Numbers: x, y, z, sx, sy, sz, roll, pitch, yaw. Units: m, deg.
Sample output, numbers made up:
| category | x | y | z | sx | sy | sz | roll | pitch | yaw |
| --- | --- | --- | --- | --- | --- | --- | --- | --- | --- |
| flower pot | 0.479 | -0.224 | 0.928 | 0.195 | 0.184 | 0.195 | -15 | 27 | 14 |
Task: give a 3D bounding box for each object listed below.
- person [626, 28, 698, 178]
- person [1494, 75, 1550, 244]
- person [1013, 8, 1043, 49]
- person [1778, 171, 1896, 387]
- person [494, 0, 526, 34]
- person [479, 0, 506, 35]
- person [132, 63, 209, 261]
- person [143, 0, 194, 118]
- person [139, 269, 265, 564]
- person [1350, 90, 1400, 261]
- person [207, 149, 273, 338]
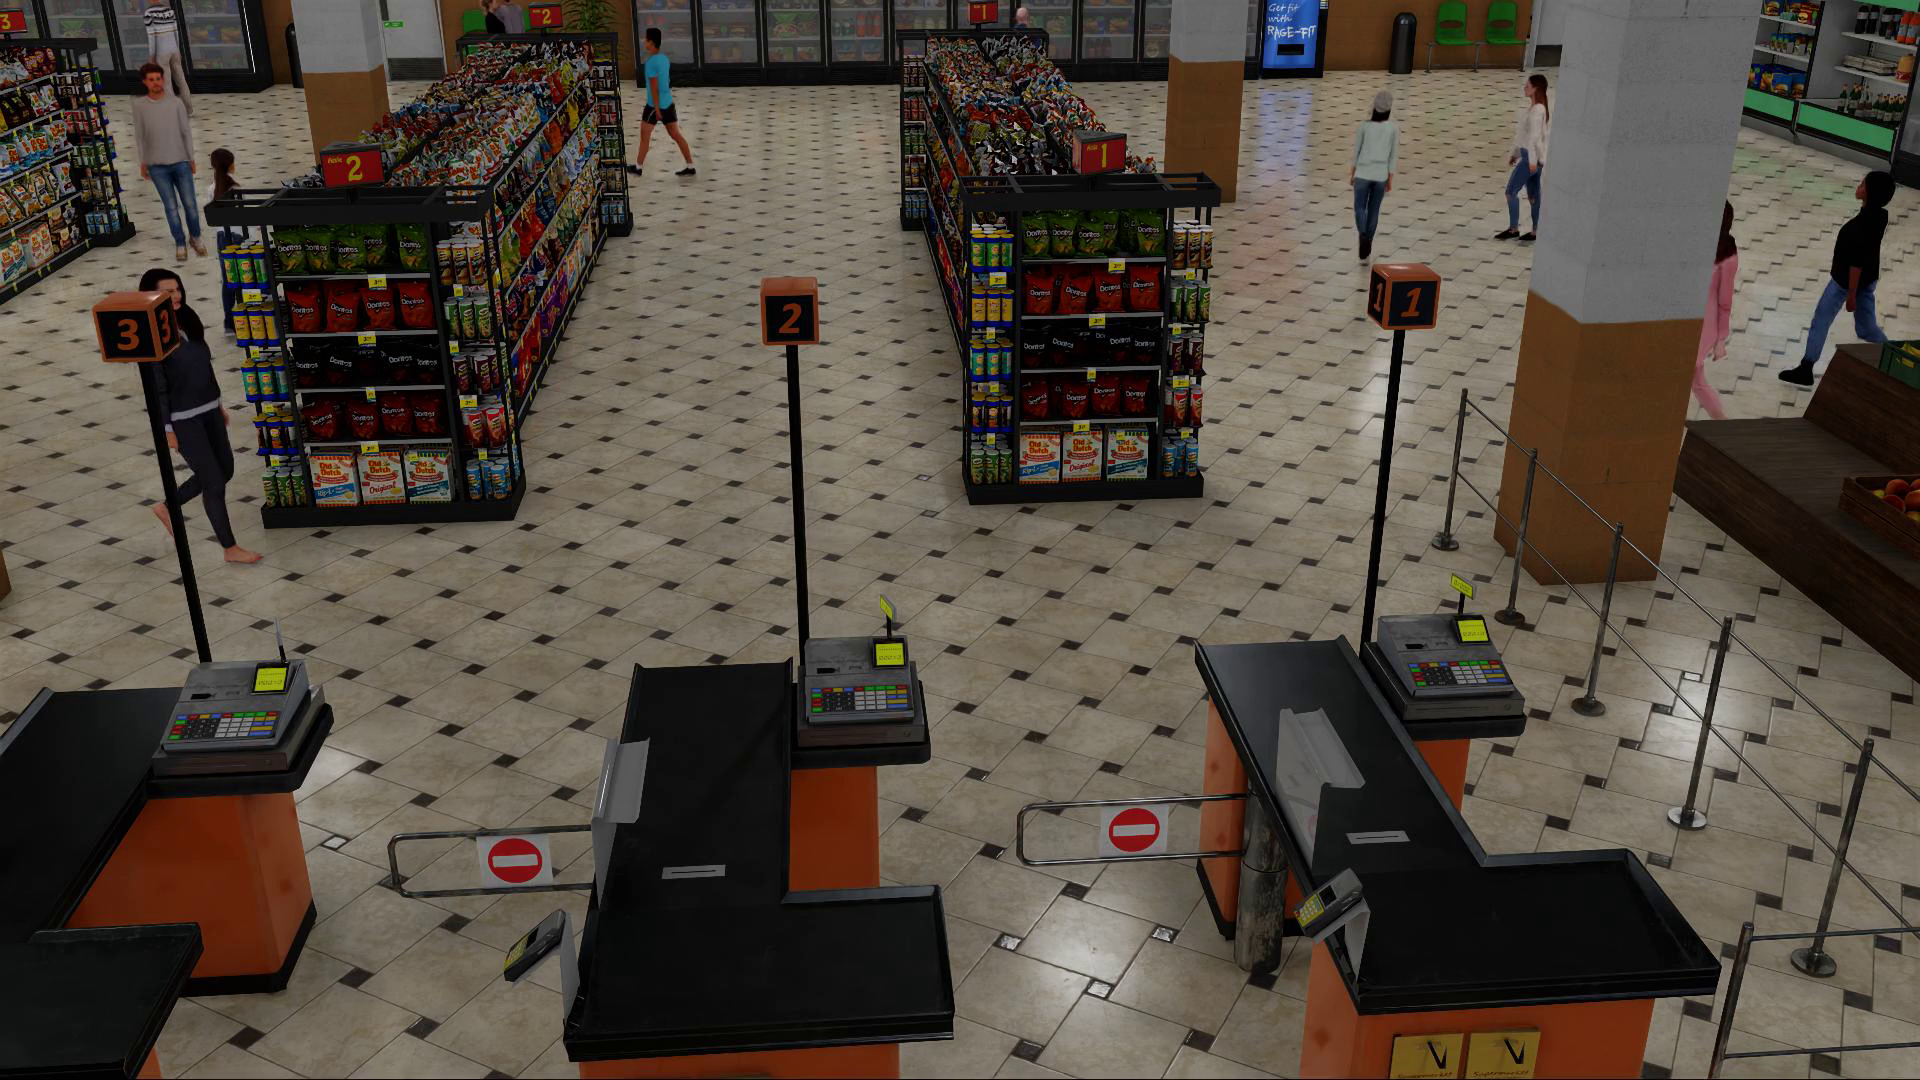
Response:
| category | x | y | z | sx | sy | sz | roll | pitch | yaw |
| --- | --- | --- | --- | --- | --- | --- | --- | --- | --- |
| person | -3.456 | -5.107 | 19.670 | 1.005 | 1.721 | 1.186 | 8 | 25 | 17 |
| person | 5.854 | -3.815 | 16.776 | 0.835 | 1.675 | 0.759 | 7 | 25 | 16 |
| person | 0.770 | -5.812 | 21.159 | 0.801 | 1.819 | 0.822 | 3 | 24 | 7 |
| person | 6.704 | -1.845 | 12.294 | 0.978 | 1.658 | 1.196 | -17 | 29 | -33 |
| person | -6.467 | -7.072 | 24.009 | 0.790 | 1.844 | 0.711 | 16 | 28 | 33 |
| person | -6.666 | -6.935 | 23.867 | 0.730 | 1.707 | 0.573 | -8 | 25 | -19 |
| person | -7.719 | -3.676 | 16.195 | 0.744 | 1.887 | 0.720 | -10 | 26 | -22 |
| person | -11.320 | -6.951 | 23.713 | 0.829 | 1.860 | 0.694 | 10 | 26 | 22 |
| person | -4.487 | -0.704 | 9.574 | 0.839 | 1.750 | 0.982 | 4 | 24 | 9 |
| person | 4.009 | -3.514 | 16.145 | 0.718 | 1.630 | 1.015 | 4 | 24 | 8 |
| person | -6.055 | -2.436 | 13.820 | 0.612 | 1.518 | 1.015 | 1 | 24 | 2 |
